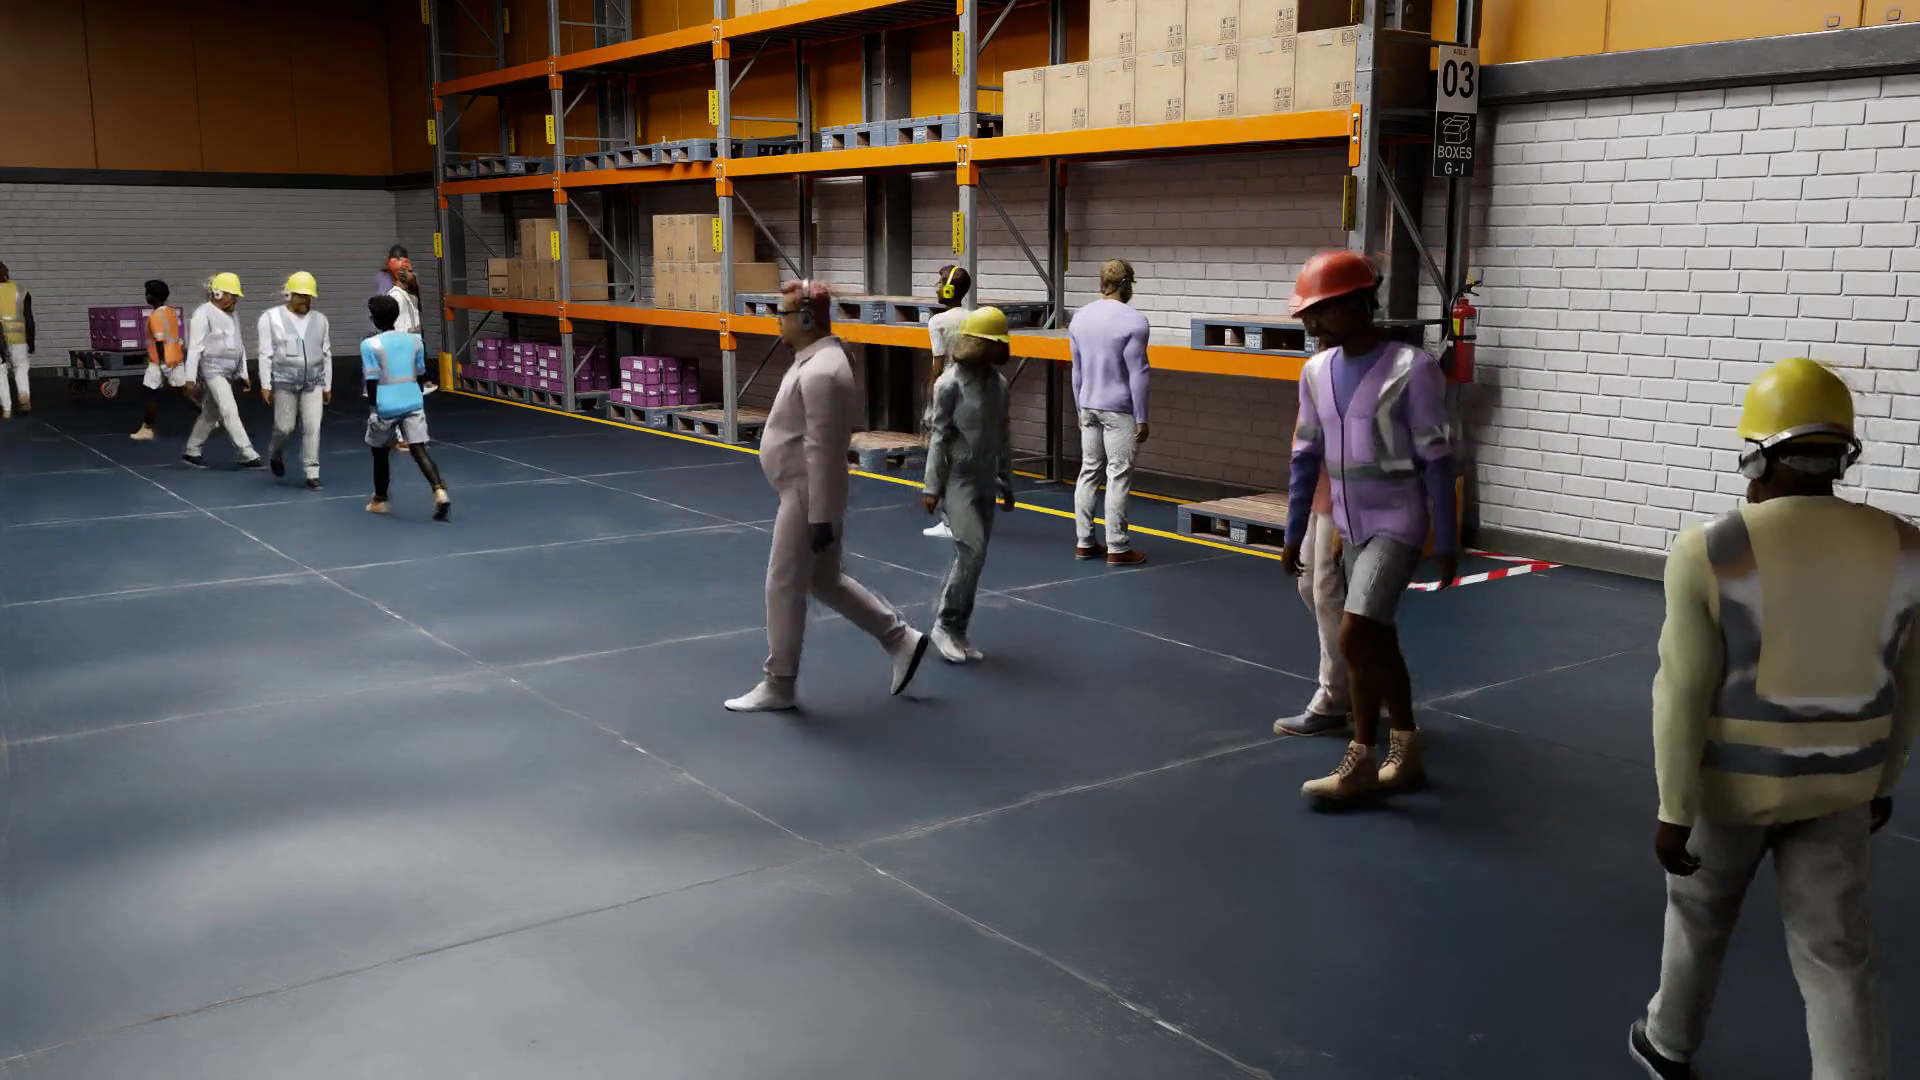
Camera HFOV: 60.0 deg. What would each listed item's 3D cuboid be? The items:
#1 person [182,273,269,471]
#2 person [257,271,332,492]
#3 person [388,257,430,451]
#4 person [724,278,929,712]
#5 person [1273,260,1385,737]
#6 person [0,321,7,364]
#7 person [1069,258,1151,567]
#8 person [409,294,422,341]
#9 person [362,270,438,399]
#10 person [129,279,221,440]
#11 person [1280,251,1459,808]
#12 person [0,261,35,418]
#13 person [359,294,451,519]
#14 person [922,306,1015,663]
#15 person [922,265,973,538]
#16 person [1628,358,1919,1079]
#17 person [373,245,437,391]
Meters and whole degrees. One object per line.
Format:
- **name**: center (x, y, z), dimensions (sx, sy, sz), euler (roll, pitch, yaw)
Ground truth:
- **person**: center (-6.607, -1.489, 14.814), dimensions (0.933, 1.765, 0.628), euler (1, 10, 5)
- **person**: center (-5.499, -1.307, 13.706), dimensions (0.622, 1.793, 0.718), euler (-9, 13, -41)
- **person**: center (-5.427, -1.812, 16.274), dimensions (0.350, 1.884, 0.583), euler (-4, 11, -19)
- **person**: center (-0.584, -0.187, 7.191), dimensions (0.835, 1.878, 0.654), euler (-1, 10, -4)
- **person**: center (1.522, -0.164, 6.782), dimensions (0.450, 1.990, 0.632), euler (0, 10, -2)
- **person**: center (-10.331, -2.011, 17.431), dimensions (0.528, 1.872, 0.653), euler (4, 11, 21)
- **person**: center (0.951, -0.799, 10.475), dimensions (0.361, 1.932, 0.630), euler (-9, 13, -41)
- **person**: center (-7.450, -2.774, 22.444), dimensions (0.560, 1.610, 0.323), euler (6, 12, 32)
- **person**: center (-7.335, -2.730, 21.580), dimensions (1.013, 1.828, 0.725), euler (-2, 10, -10)
- **person**: center (-8.152, -1.863, 17.180), dimensions (0.838, 1.662, 0.530), euler (0, 10, -1)
- **person**: center (1.444, -0.032, 6.003), dimensions (0.755, 1.988, 0.634), euler (-5, 11, -27)
- **person**: center (-11.092, -2.321, 19.303), dimensions (0.628, 1.828, 0.441), euler (-7, 12, -33)
- **person**: center (-4.104, -0.975, 12.216), dimensions (0.843, 1.662, 0.540), euler (8, 13, 38)
- **person**: center (0.066, -0.261, 8.027), dimensions (0.426, 1.715, 0.502), euler (9, 13, 41)
- **person**: center (-0.045, -0.950, 11.472), dimensions (0.531, 1.876, 0.318), euler (-10, 14, -43)
- **person**: center (1.782, 0.503, 3.601), dimensions (0.606, 1.788, 0.946), euler (0, 10, 3)
- **person**: center (-7.485, -2.982, 22.391), dimensions (0.699, 2.000, 0.929), euler (-10, 14, -44)
